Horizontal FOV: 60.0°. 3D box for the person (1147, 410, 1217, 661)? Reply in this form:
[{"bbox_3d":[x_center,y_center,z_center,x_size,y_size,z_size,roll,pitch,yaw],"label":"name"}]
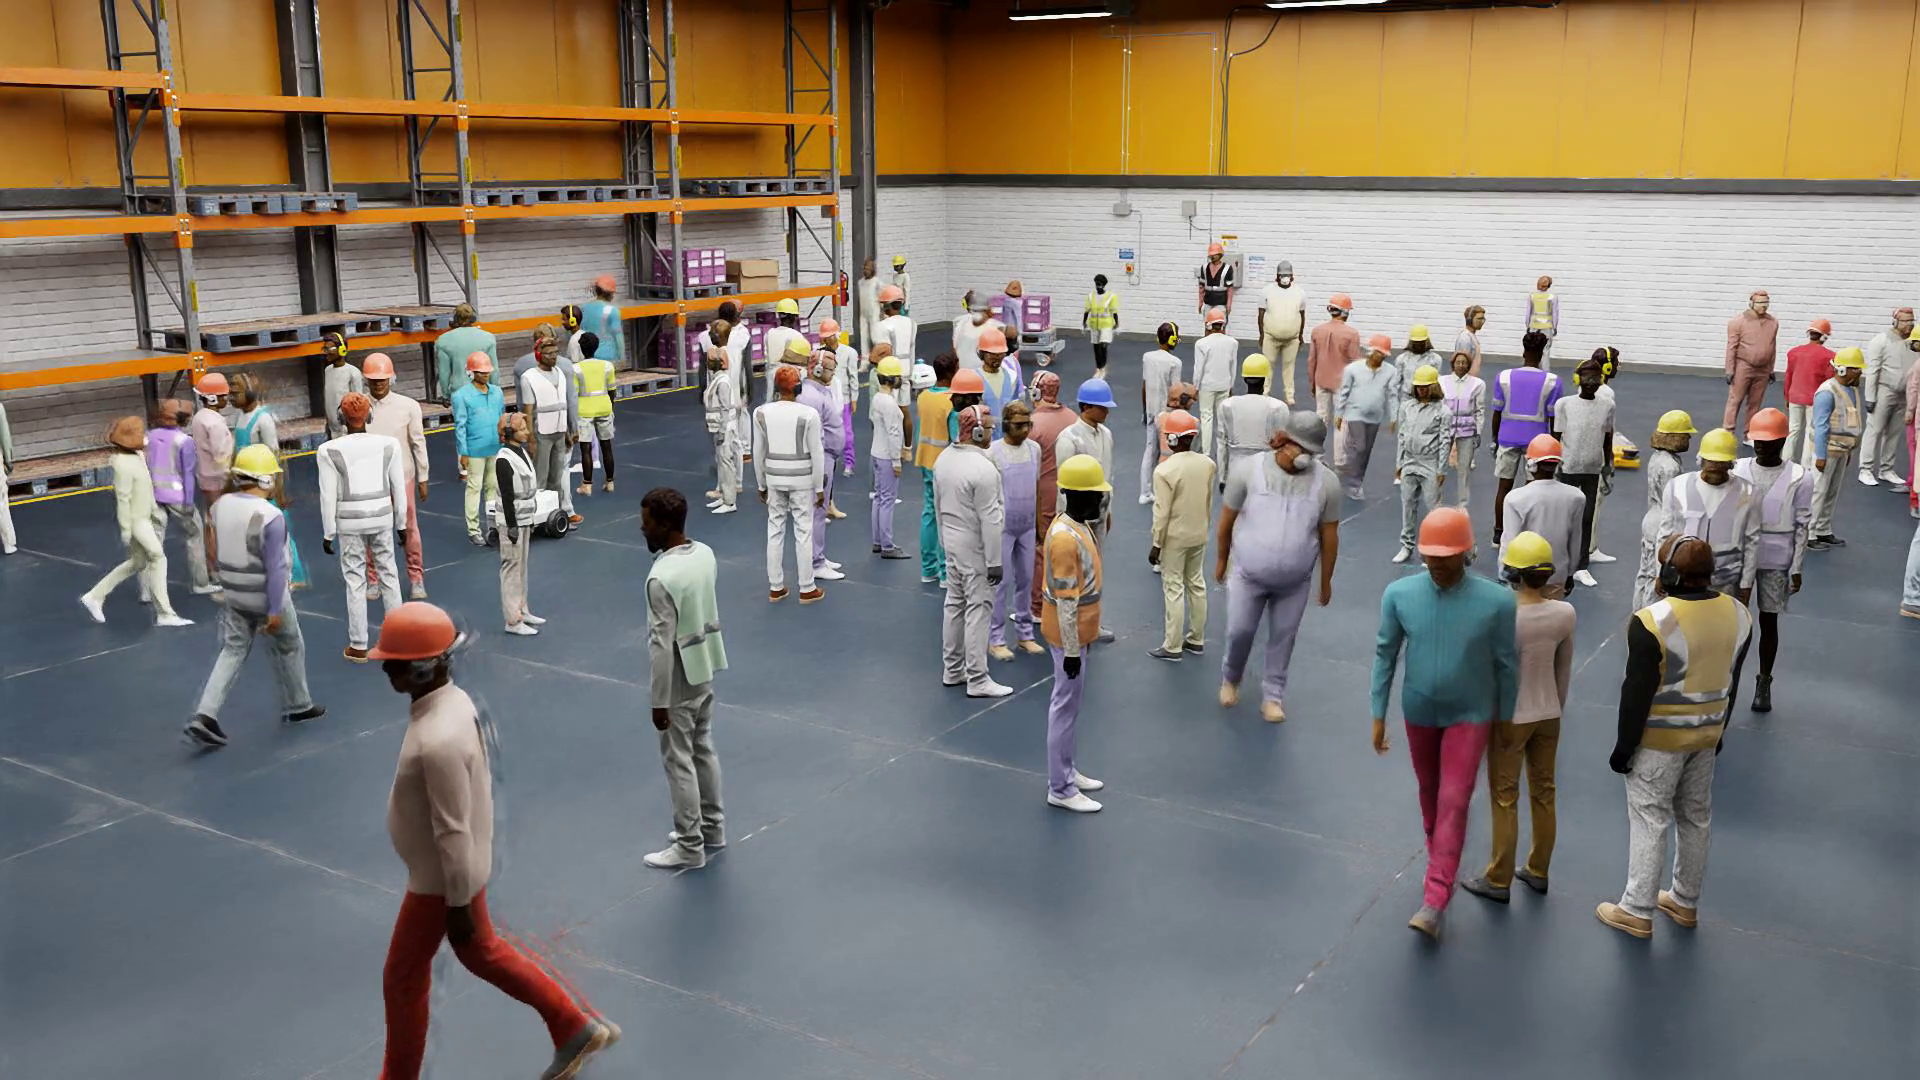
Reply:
[{"bbox_3d":[1.520,-0.034,11.578,0.563,1.753,0.335,-10,16,-38],"label":"person"}]

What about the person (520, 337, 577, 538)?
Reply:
[{"bbox_3d":[-3.828,-0.960,15.399,0.372,1.843,0.570,6,14,24],"label":"person"}]

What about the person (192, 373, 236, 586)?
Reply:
[{"bbox_3d":[-6.021,-0.487,13.547,0.341,1.750,0.566,-10,16,-36],"label":"person"}]

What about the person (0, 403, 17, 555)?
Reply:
[{"bbox_3d":[-8.549,-0.651,14.507,0.523,1.639,0.306,-10,16,-37],"label":"person"}]

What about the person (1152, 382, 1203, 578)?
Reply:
[{"bbox_3d":[1.807,-0.500,13.856,0.315,1.638,0.518,-11,17,-39],"label":"person"}]

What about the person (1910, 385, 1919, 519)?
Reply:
[{"bbox_3d":[9.471,-1.057,16.016,0.518,1.756,0.347,1,13,6],"label":"person"}]

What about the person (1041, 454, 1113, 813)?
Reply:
[{"bbox_3d":[0.622,0.490,8.931,0.366,1.927,0.591,2,13,7],"label":"person"}]

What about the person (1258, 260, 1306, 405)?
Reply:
[{"bbox_3d":[4.543,-2.915,23.450,0.674,2.000,0.535,0,13,2],"label":"person"}]

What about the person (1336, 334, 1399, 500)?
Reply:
[{"bbox_3d":[4.162,-1.258,16.980,0.581,1.706,0.752,-2,13,-8],"label":"person"}]

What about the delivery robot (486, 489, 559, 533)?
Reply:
[{"bbox_3d":[-3.981,-0.295,15.134,0.477,0.478,0.707,6,14,24],"label":"delivery robot"}]

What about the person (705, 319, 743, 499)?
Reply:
[{"bbox_3d":[-2.425,-1.337,17.033,0.345,1.846,0.508,6,14,23],"label":"person"}]

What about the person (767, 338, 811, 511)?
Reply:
[{"bbox_3d":[-1.681,-1.140,16.509,0.516,1.704,0.483,2,13,8],"label":"person"}]

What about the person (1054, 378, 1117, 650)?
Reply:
[{"bbox_3d":[0.903,-0.188,11.848,0.415,1.940,0.610,11,17,38],"label":"person"}]

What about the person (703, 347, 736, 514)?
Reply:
[{"bbox_3d":[-2.356,-1.082,16.373,0.311,1.642,0.513,-3,13,-14],"label":"person"}]

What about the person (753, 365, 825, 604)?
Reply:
[{"bbox_3d":[-1.326,-0.431,13.021,0.577,1.883,0.353,4,14,16],"label":"person"}]

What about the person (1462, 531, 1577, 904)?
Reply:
[{"bbox_3d":[2.619,0.831,7.802,0.524,1.770,0.315,-5,14,-22],"label":"person"}]

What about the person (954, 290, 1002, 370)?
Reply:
[{"bbox_3d":[0.189,-1.783,18.539,0.701,2.000,0.537,8,15,30],"label":"person"}]

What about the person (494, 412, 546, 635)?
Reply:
[{"bbox_3d":[-3.259,-0.128,12.237,0.310,1.642,0.514,0,13,-1],"label":"person"}]

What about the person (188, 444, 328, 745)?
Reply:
[{"bbox_3d":[-4.262,0.328,9.937,0.594,1.799,0.880,6,14,24],"label":"person"}]

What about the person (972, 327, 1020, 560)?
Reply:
[{"bbox_3d":[0.273,-0.803,14.285,0.611,2.042,0.395,-8,15,-30],"label":"person"}]

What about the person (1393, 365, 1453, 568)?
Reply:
[{"bbox_3d":[3.945,-0.631,14.221,0.332,1.734,0.482,-12,18,-42],"label":"person"}]

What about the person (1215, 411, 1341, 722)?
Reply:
[{"bbox_3d":[1.956,0.137,10.210,0.727,2.000,0.666,1,13,3],"label":"person"}]

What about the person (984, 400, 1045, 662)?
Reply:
[{"bbox_3d":[0.368,-0.068,11.562,0.511,1.836,0.357,-9,16,-34],"label":"person"}]

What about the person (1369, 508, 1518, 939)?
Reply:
[{"bbox_3d":[2.183,0.795,7.583,0.630,1.930,1.034,7,15,27],"label":"person"}]

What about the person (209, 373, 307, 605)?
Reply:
[{"bbox_3d":[-5.620,-0.406,13.082,0.905,1.802,0.527,-11,17,-39],"label":"person"}]

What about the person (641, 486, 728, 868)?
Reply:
[{"bbox_3d":[-1.354,0.677,8.170,0.391,1.910,0.592,3,13,14],"label":"person"}]

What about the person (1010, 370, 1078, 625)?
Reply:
[{"bbox_3d":[0.621,-0.319,12.486,0.409,1.908,0.642,11,17,40],"label":"person"}]

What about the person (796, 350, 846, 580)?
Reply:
[{"bbox_3d":[-1.154,-0.631,13.853,0.408,1.903,0.638,-2,13,-7],"label":"person"}]

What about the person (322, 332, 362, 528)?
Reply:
[{"bbox_3d":[-5.777,-1.012,15.571,0.515,1.872,0.328,8,15,31],"label":"person"}]

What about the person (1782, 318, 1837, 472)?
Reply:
[{"bbox_3d":[9.299,-1.550,18.191,0.354,1.741,0.568,-9,16,-35],"label":"person"}]

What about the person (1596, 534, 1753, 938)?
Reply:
[{"bbox_3d":[3.176,0.876,7.451,0.626,1.842,0.429,-5,14,-21],"label":"person"}]

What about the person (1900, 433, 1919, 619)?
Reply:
[{"bbox_3d":[7.446,-0.392,12.613,0.399,1.989,0.623,8,15,32],"label":"person"}]

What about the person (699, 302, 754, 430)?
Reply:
[{"bbox_3d":[-2.570,-1.697,18.479,0.614,1.893,0.629,1,13,6],"label":"person"}]

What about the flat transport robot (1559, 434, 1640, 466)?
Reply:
[{"bbox_3d":[7.435,-1.080,19.367,0.652,0.197,1.431,2,13,11],"label":"flat transport robot"}]

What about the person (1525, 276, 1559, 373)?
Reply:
[{"bbox_3d":[9.097,-3.307,26.026,0.514,1.642,0.310,11,17,39],"label":"person"}]

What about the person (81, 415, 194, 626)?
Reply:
[{"bbox_3d":[-6.166,-0.129,12.326,0.713,1.610,0.499,-4,14,-18],"label":"person"}]

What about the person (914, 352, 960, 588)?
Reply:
[{"bbox_3d":[-0.151,-0.571,13.551,0.398,1.920,0.590,-9,16,-33],"label":"person"}]

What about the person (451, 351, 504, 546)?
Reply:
[{"bbox_3d":[-4.309,-0.835,15.057,0.329,1.751,0.571,8,15,31],"label":"person"}]

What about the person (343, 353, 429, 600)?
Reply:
[{"bbox_3d":[-4.498,-0.485,13.061,0.631,1.981,0.431,-1,13,-6],"label":"person"}]

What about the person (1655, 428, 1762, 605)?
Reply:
[{"bbox_3d":[4.663,0.199,10.416,0.592,1.826,0.403,6,14,24],"label":"person"}]
